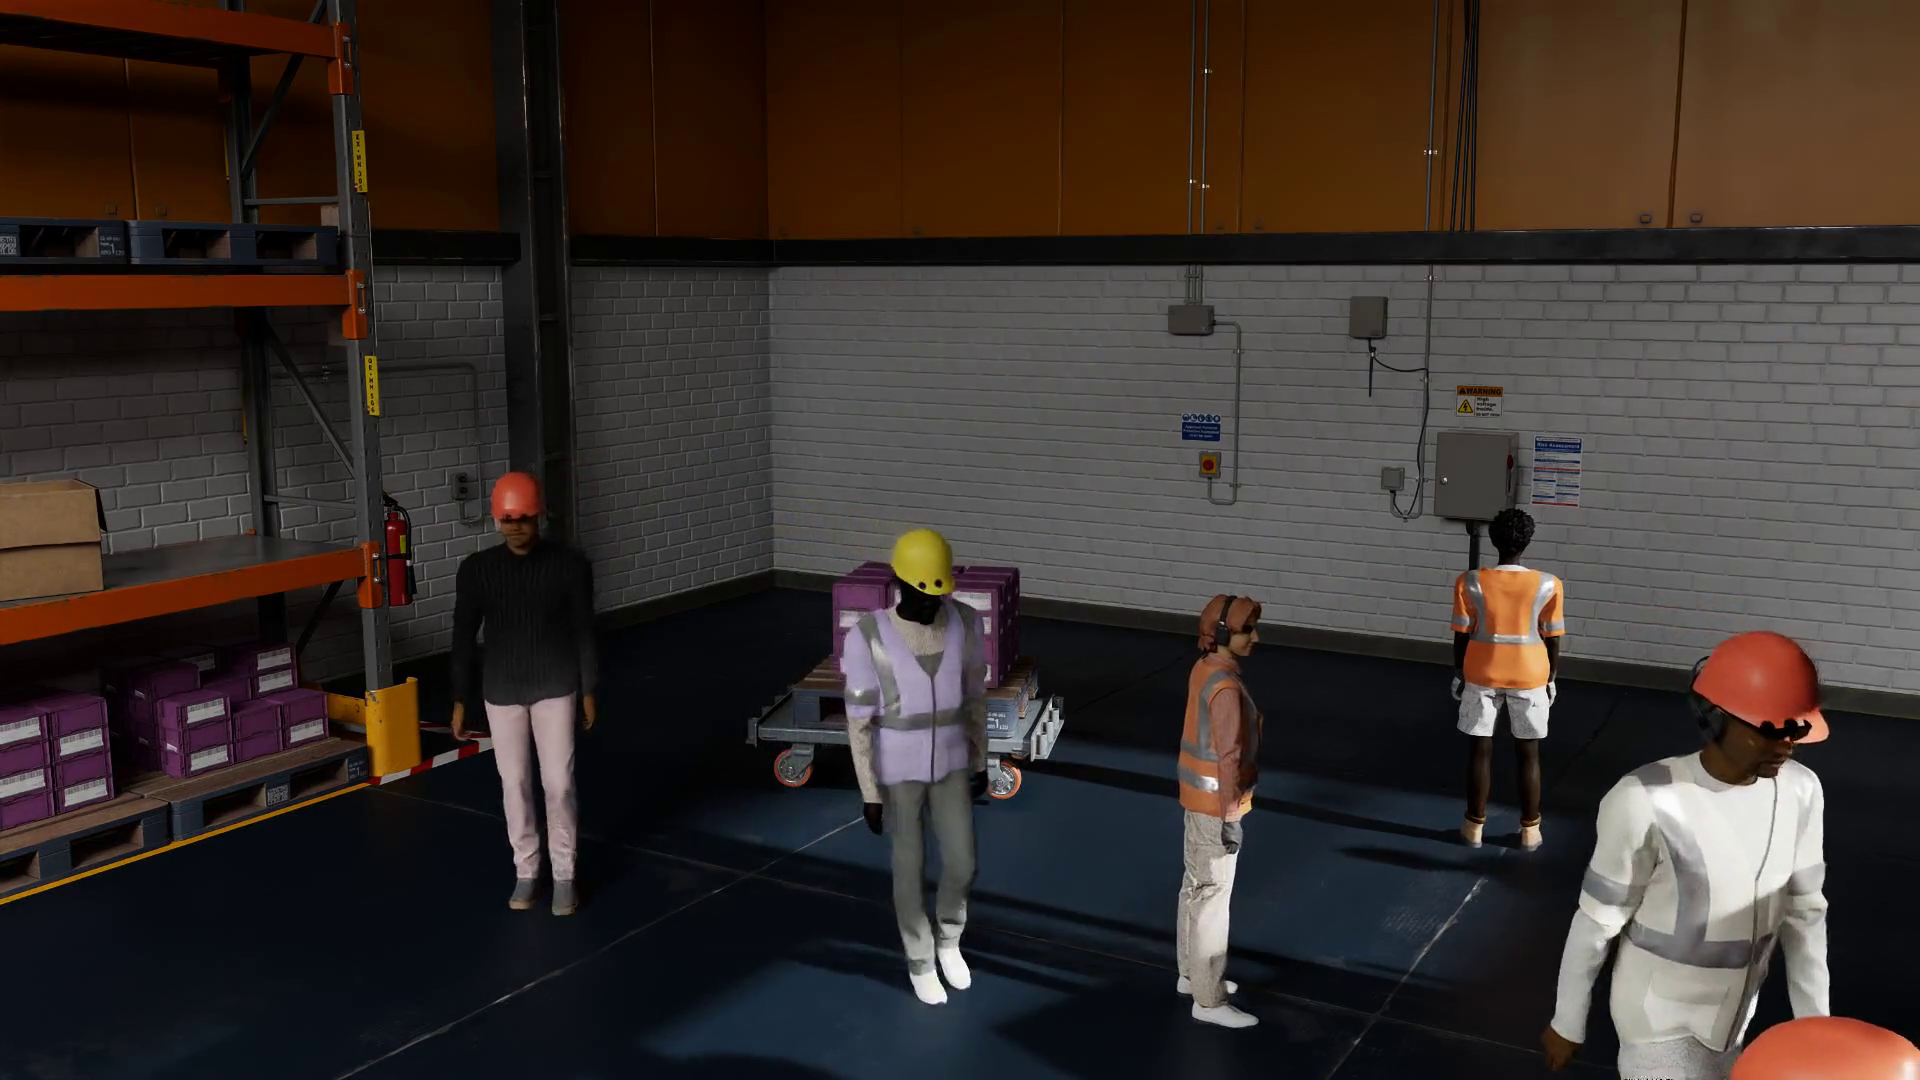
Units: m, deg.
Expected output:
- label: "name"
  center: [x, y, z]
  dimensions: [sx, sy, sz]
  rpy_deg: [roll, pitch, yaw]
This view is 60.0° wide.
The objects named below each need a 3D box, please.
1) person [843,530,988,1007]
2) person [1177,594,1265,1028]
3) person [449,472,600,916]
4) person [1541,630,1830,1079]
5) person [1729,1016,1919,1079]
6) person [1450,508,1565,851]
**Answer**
- label: "person"
  center: [-0.139, 0.883, 6.374]
  dimensions: [0.619, 1.886, 0.483]
  rpy_deg: [-4, 10, -22]
- label: "person"
  center: [0.985, 1.015, 6.344]
  dimensions: [0.315, 1.636, 0.515]
  rpy_deg: [0, 9, -2]
- label: "person"
  center: [-1.925, 0.690, 7.317]
  dimensions: [0.635, 1.977, 0.565]
  rpy_deg: [-1, 9, -4]
- label: "person"
  center: [1.838, 1.188, 4.128]
  dimensions: [0.620, 2.012, 0.534]
  rpy_deg: [-4, 10, -25]
- label: "person"
  center: [1.054, 1.536, 2.158]
  dimensions: [0.366, 1.936, 0.544]
  rpy_deg: [9, 13, 44]
- label: "person"
  center: [2.681, 0.689, 8.187]
  dimensions: [0.535, 1.697, 0.322]
  rpy_deg: [3, 10, 17]
